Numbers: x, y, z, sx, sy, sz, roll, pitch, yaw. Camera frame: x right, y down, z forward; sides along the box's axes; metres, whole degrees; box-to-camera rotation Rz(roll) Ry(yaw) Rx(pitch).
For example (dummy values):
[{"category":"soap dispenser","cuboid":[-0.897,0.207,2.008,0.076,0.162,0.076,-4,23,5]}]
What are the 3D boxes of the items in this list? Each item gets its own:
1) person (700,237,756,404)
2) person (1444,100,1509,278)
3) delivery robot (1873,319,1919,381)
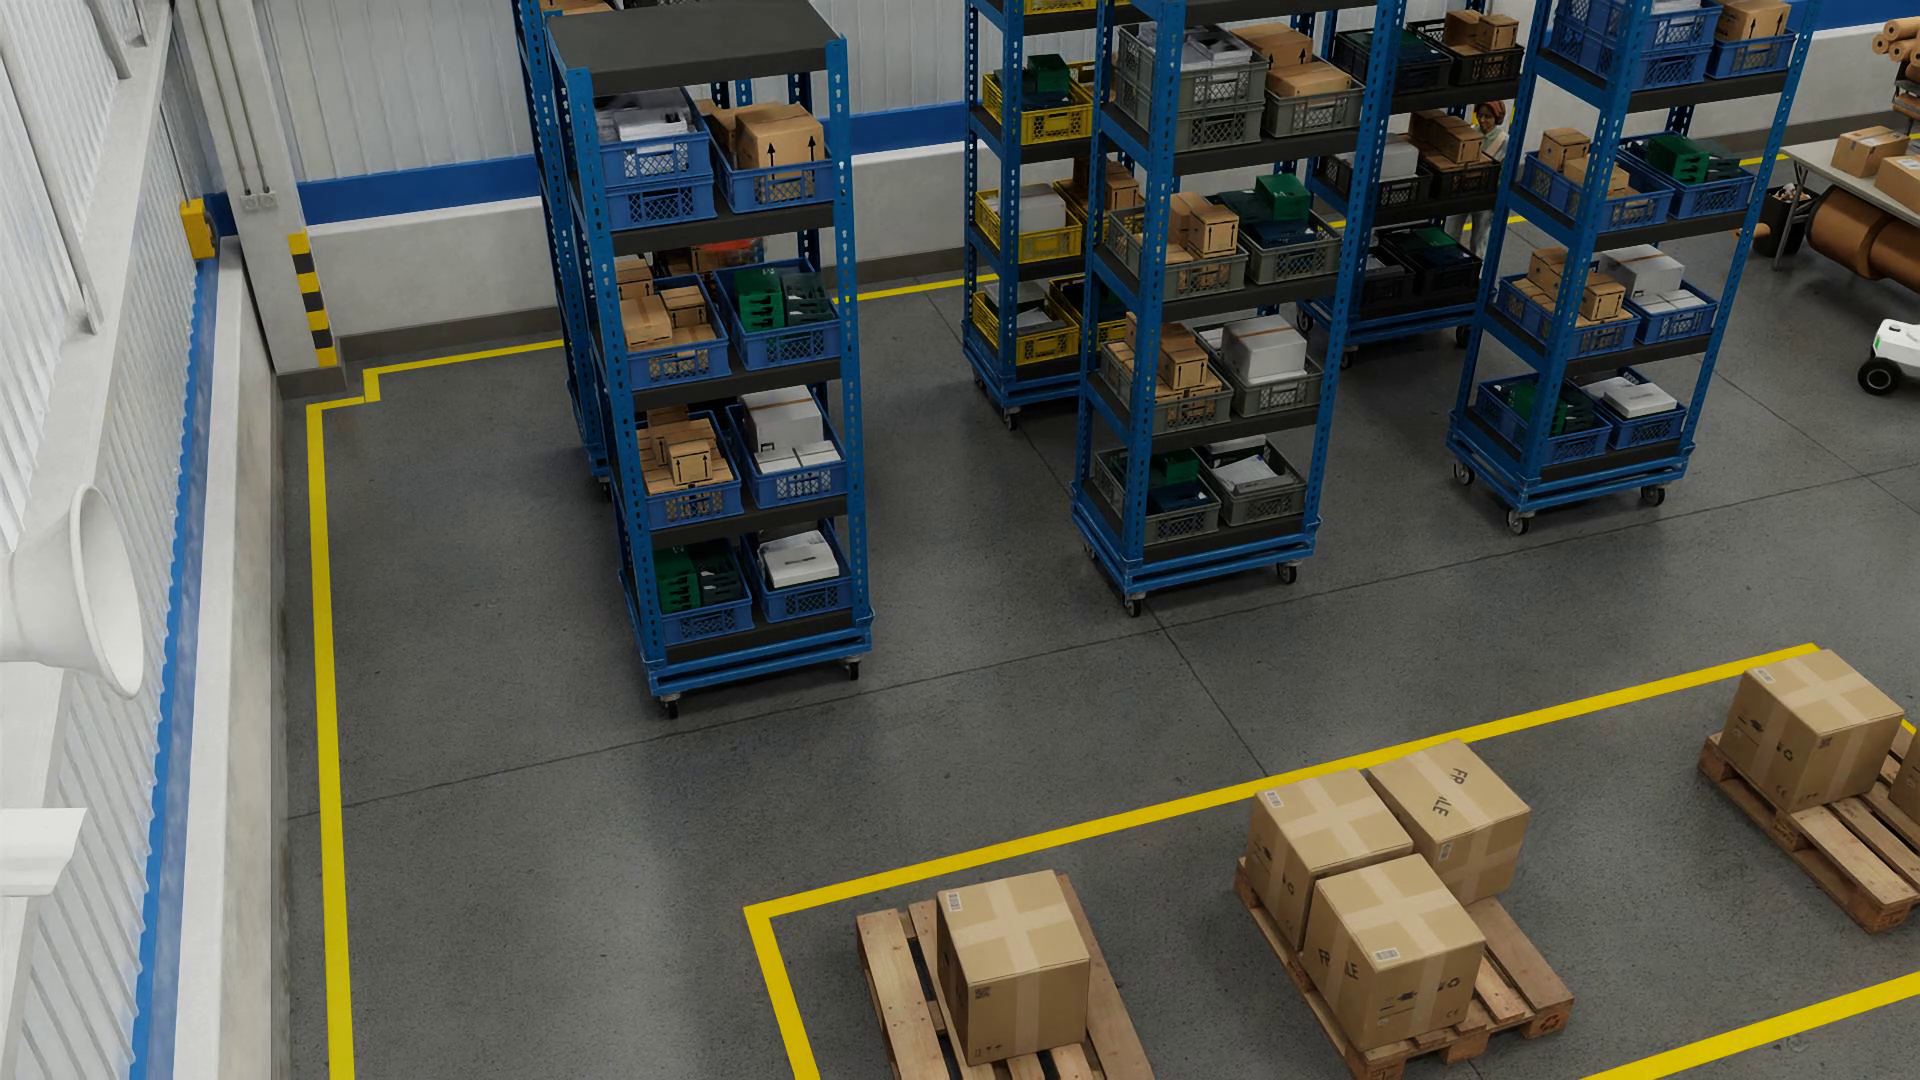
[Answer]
[{"category":"person","cuboid":[-1.268,-1.000,9.995,0.440,1.980,0.647,-17,39,-23]},{"category":"person","cuboid":[3.828,-2.527,12.433,0.511,1.641,0.308,22,41,27]},{"category":"delivery robot","cuboid":[6.750,-1.306,11.560,0.707,0.478,0.477,22,41,28]}]
